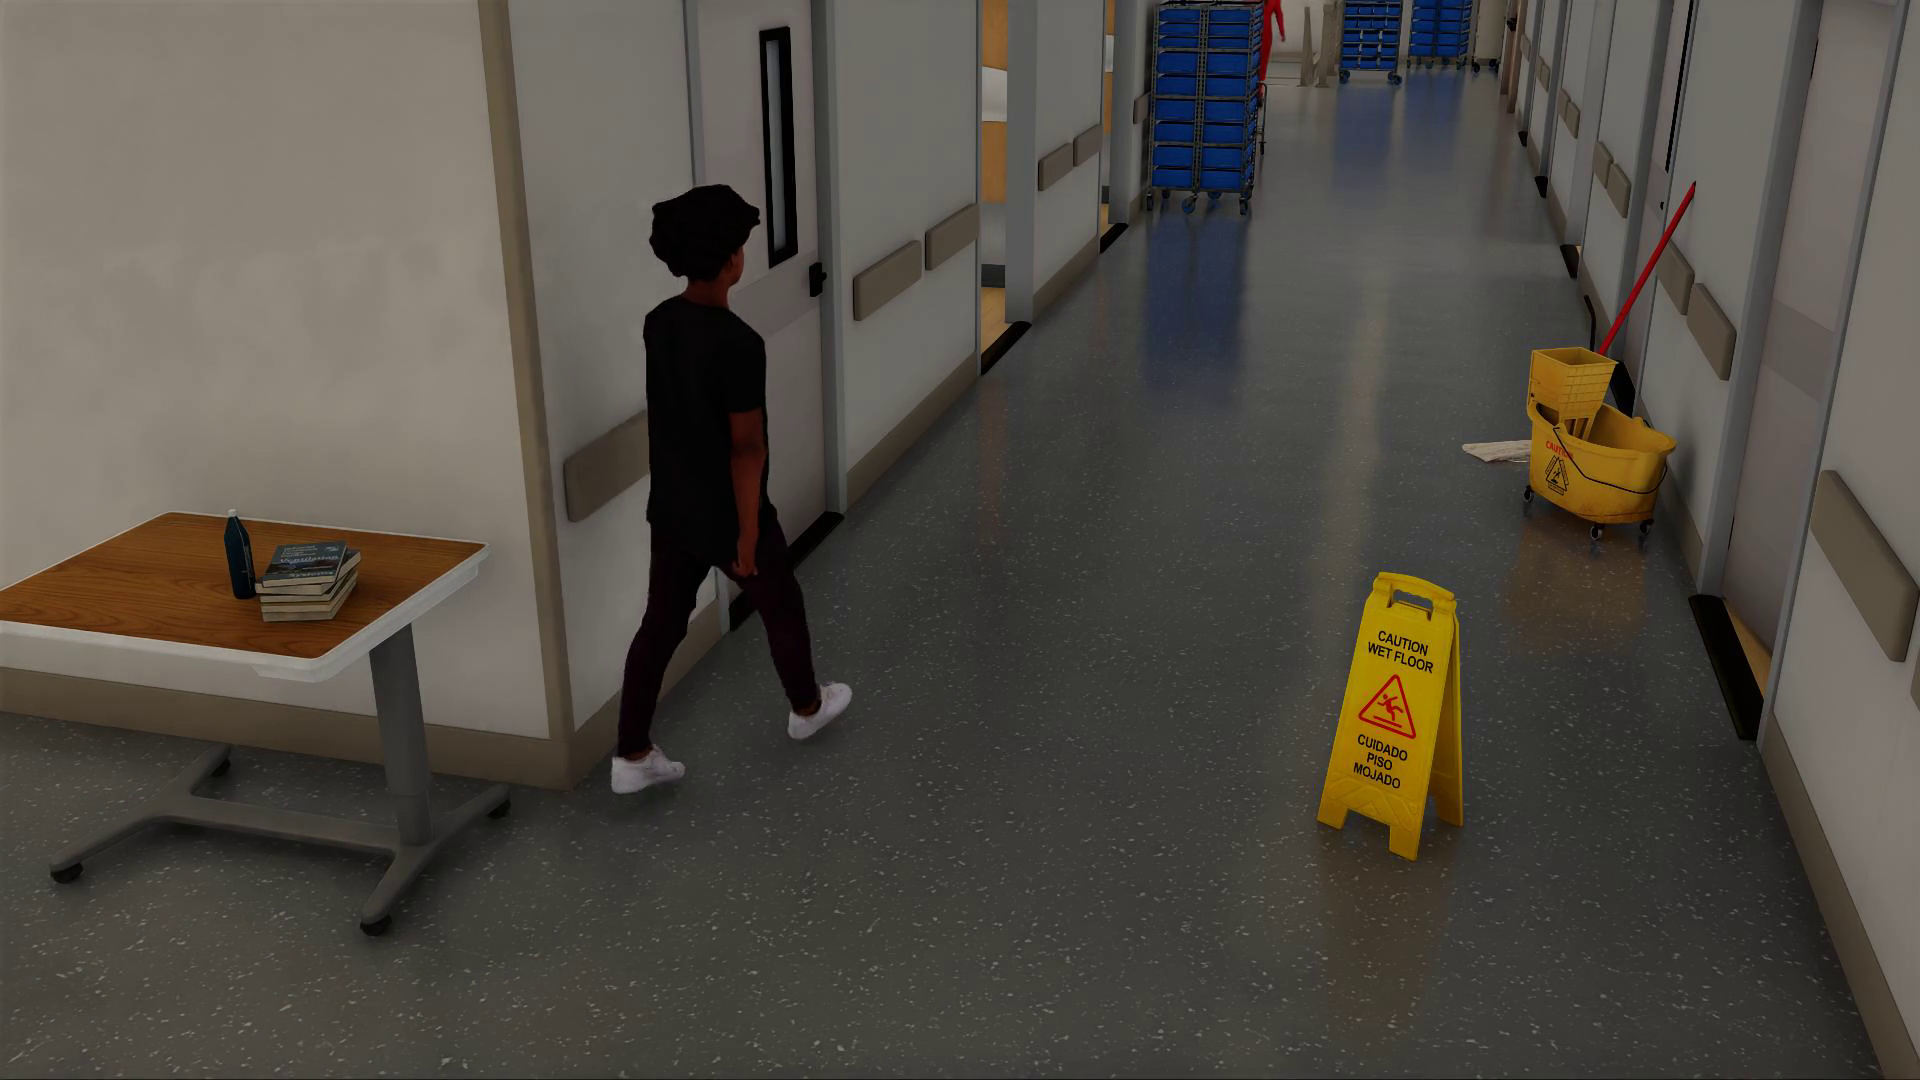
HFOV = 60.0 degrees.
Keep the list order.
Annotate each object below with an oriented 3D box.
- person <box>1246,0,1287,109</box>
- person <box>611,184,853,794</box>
[{"bbox_3d":[3.904,-6.573,21.822,0.895,1.762,0.986,-8,22,-21],"label":"person"},{"bbox_3d":[-0.771,-0.087,4.724,0.867,1.743,1.201,14,25,32],"label":"person"}]
